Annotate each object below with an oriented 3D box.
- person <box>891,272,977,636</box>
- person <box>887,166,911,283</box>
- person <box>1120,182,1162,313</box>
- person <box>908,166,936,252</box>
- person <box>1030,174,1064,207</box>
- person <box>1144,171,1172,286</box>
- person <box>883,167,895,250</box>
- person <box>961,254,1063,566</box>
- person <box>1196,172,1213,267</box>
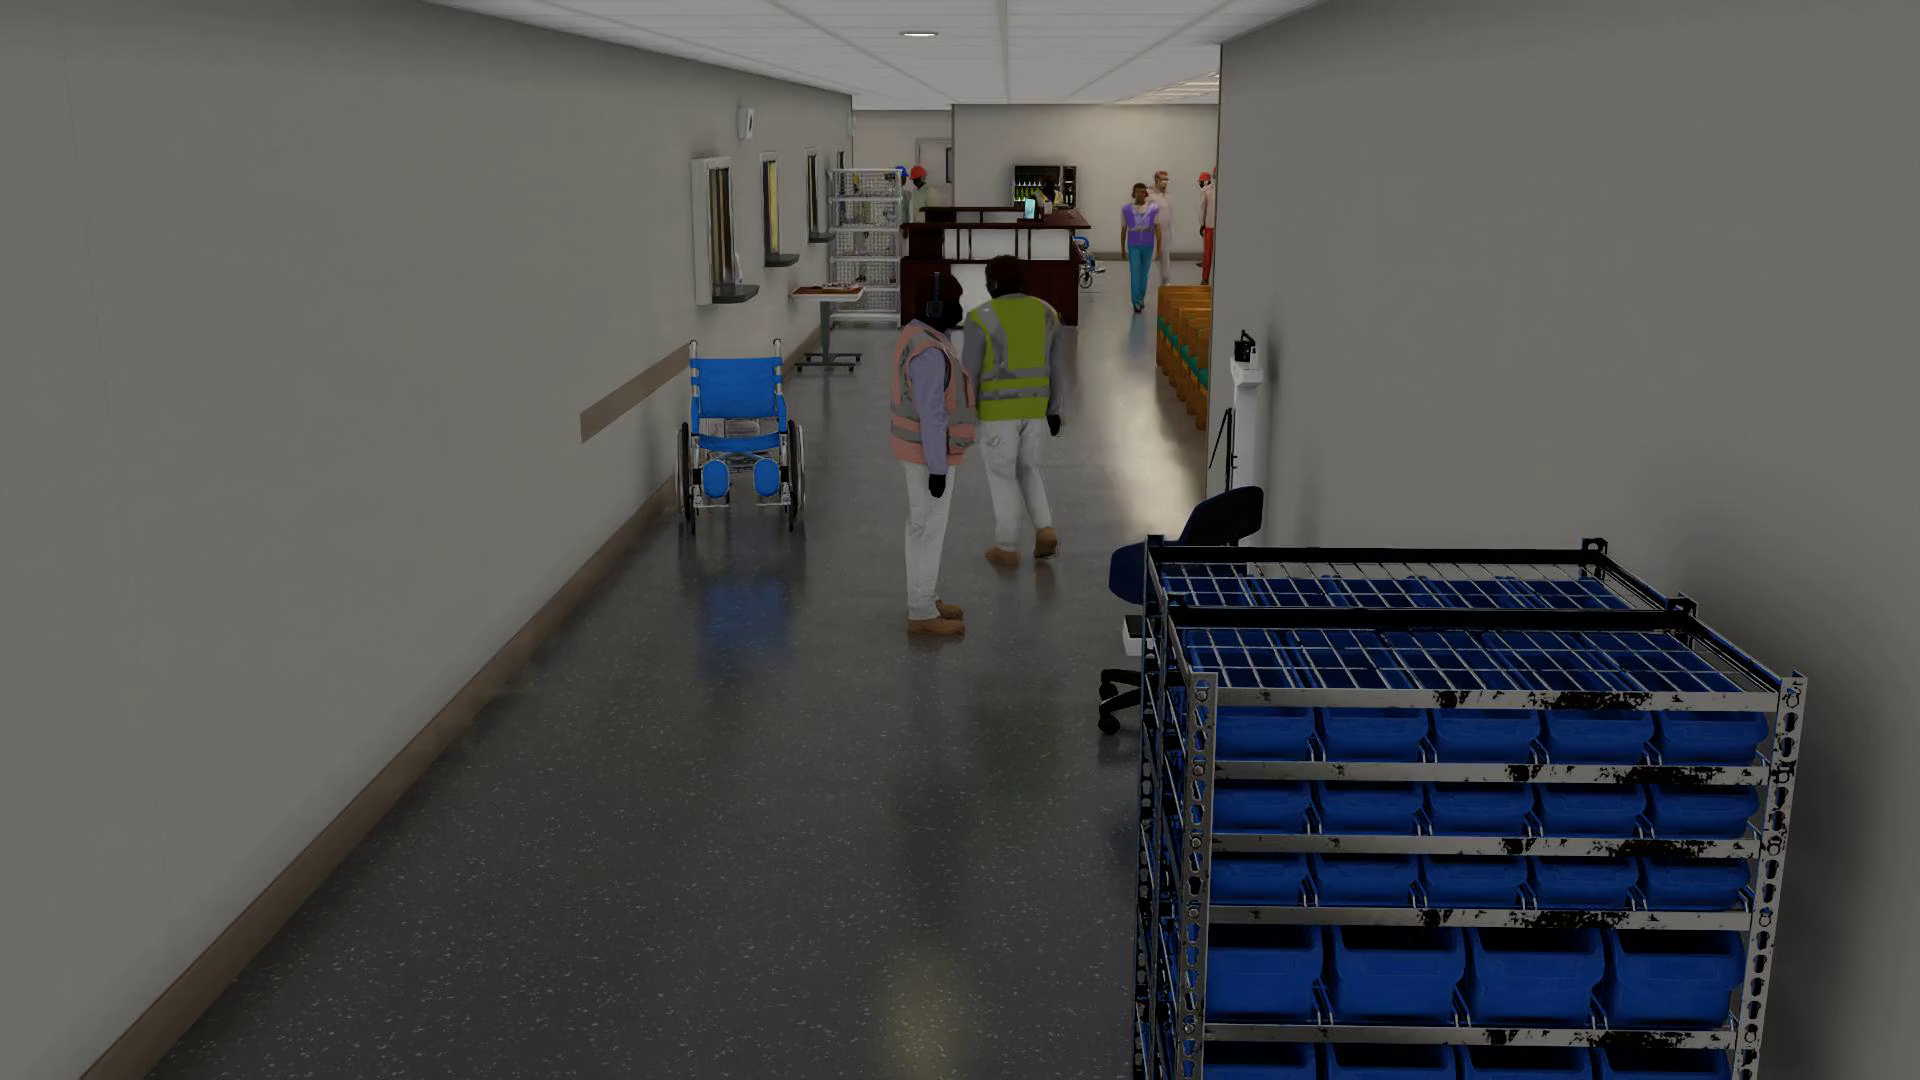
[{"bbox_3d":[-0.131,-0.430,8.416,0.431,1.836,0.619,-2,14,-6],"label":"person"},{"bbox_3d":[-0.998,-5.114,27.168,0.389,1.949,0.604,-6,15,-23],"label":"person"},{"bbox_3d":[2.553,-4.170,23.633,0.566,1.810,0.936,-1,14,-4],"label":"person"},{"bbox_3d":[-0.575,-5.022,26.766,0.569,1.956,0.685,-11,18,-38],"label":"person"},{"bbox_3d":[1.422,-4.969,26.836,0.633,1.836,0.429,-6,15,-24],"label":"person"},{"bbox_3d":[3.166,-4.959,26.663,0.682,1.889,0.659,-11,18,-39],"label":"person"},{"bbox_3d":[-1.483,-7.068,35.496,0.332,1.765,0.531,7,15,25],"label":"person"},{"bbox_3d":[0.289,-0.742,9.691,0.648,1.820,0.434,-9,16,-32],"label":"person"},{"bbox_3d":[4.583,-5.999,31.163,0.342,1.750,0.568,2,14,7],"label":"person"}]
